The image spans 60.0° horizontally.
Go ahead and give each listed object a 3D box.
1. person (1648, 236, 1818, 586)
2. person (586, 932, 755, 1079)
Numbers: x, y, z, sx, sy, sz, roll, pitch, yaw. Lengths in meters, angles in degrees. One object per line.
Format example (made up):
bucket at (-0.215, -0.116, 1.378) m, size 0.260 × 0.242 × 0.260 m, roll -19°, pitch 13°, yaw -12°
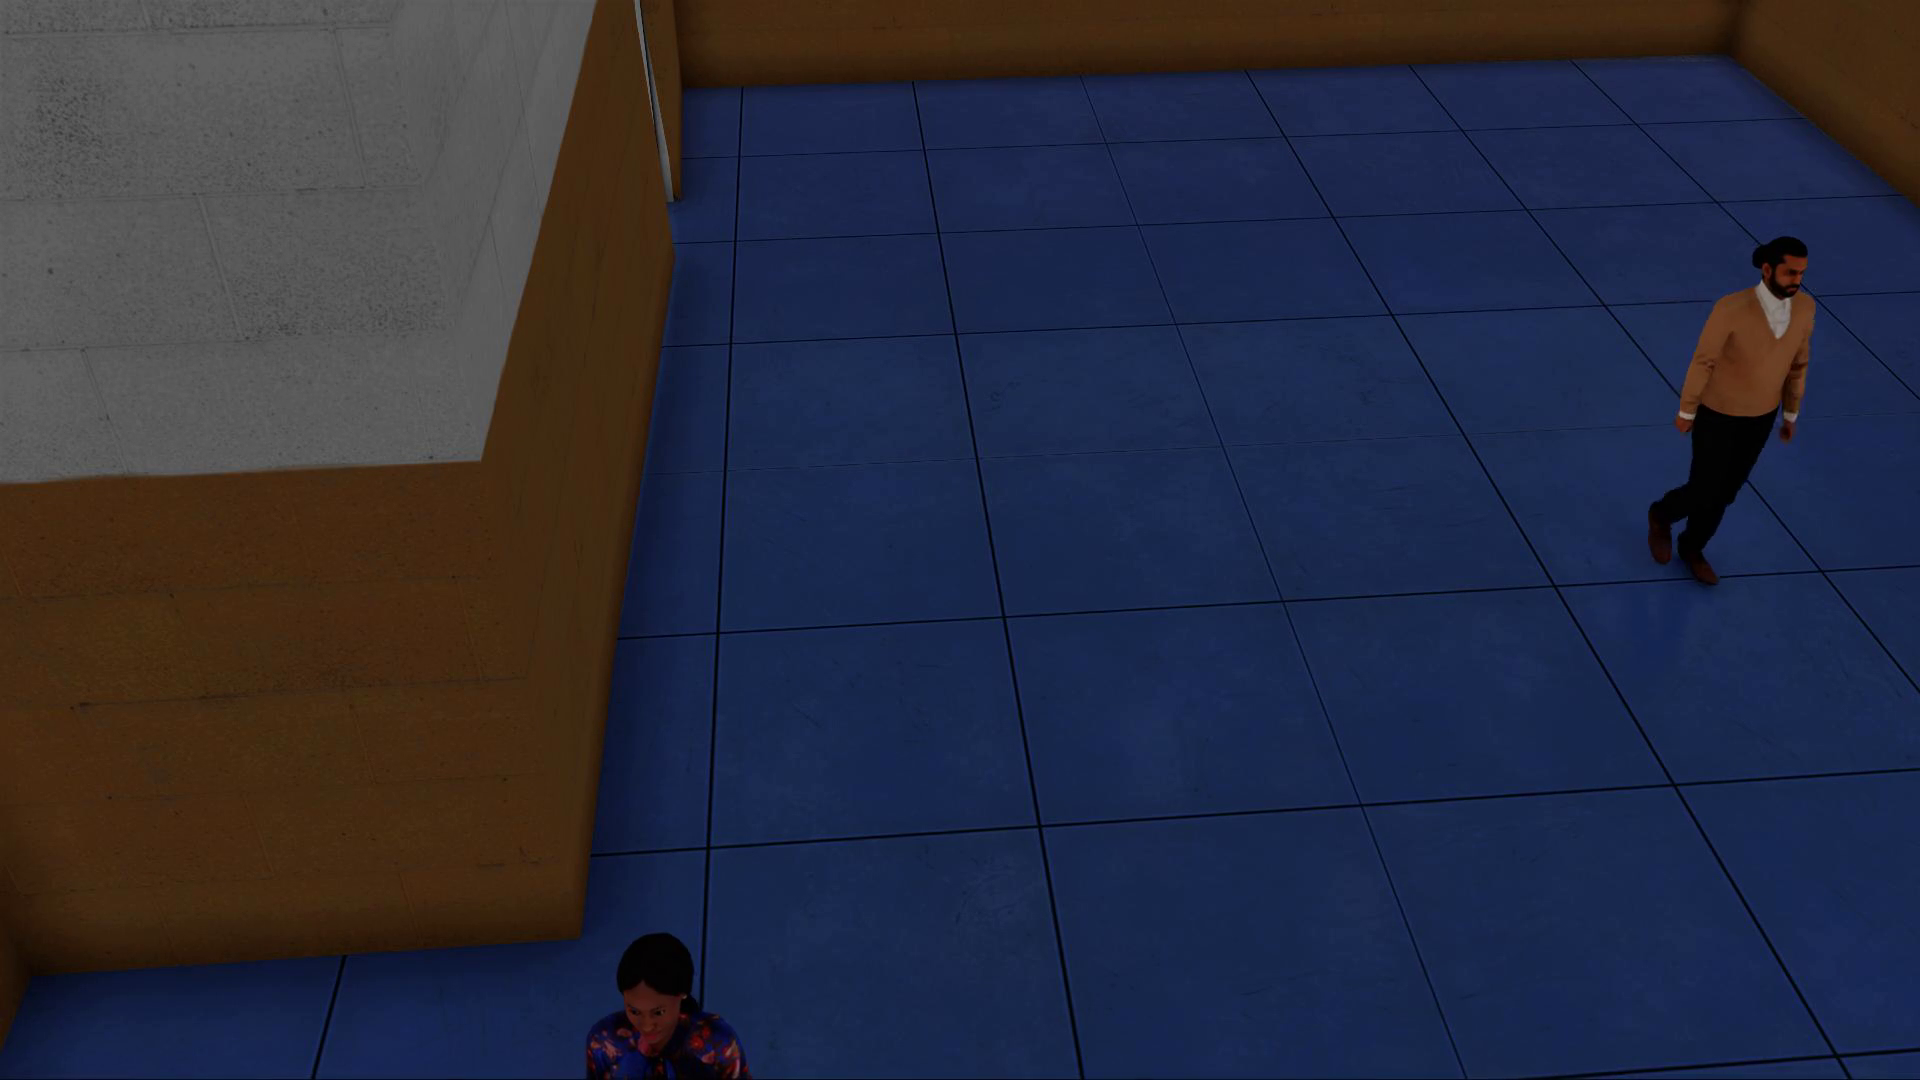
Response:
person at (3.521, -0.615, 7.640) m, size 0.662 × 1.741 × 0.764 m, roll -8°, pitch 38°, yaw -10°
person at (-0.765, 1.706, 4.552) m, size 0.443 × 1.742 × 0.639 m, roll -2°, pitch 37°, yaw -3°
